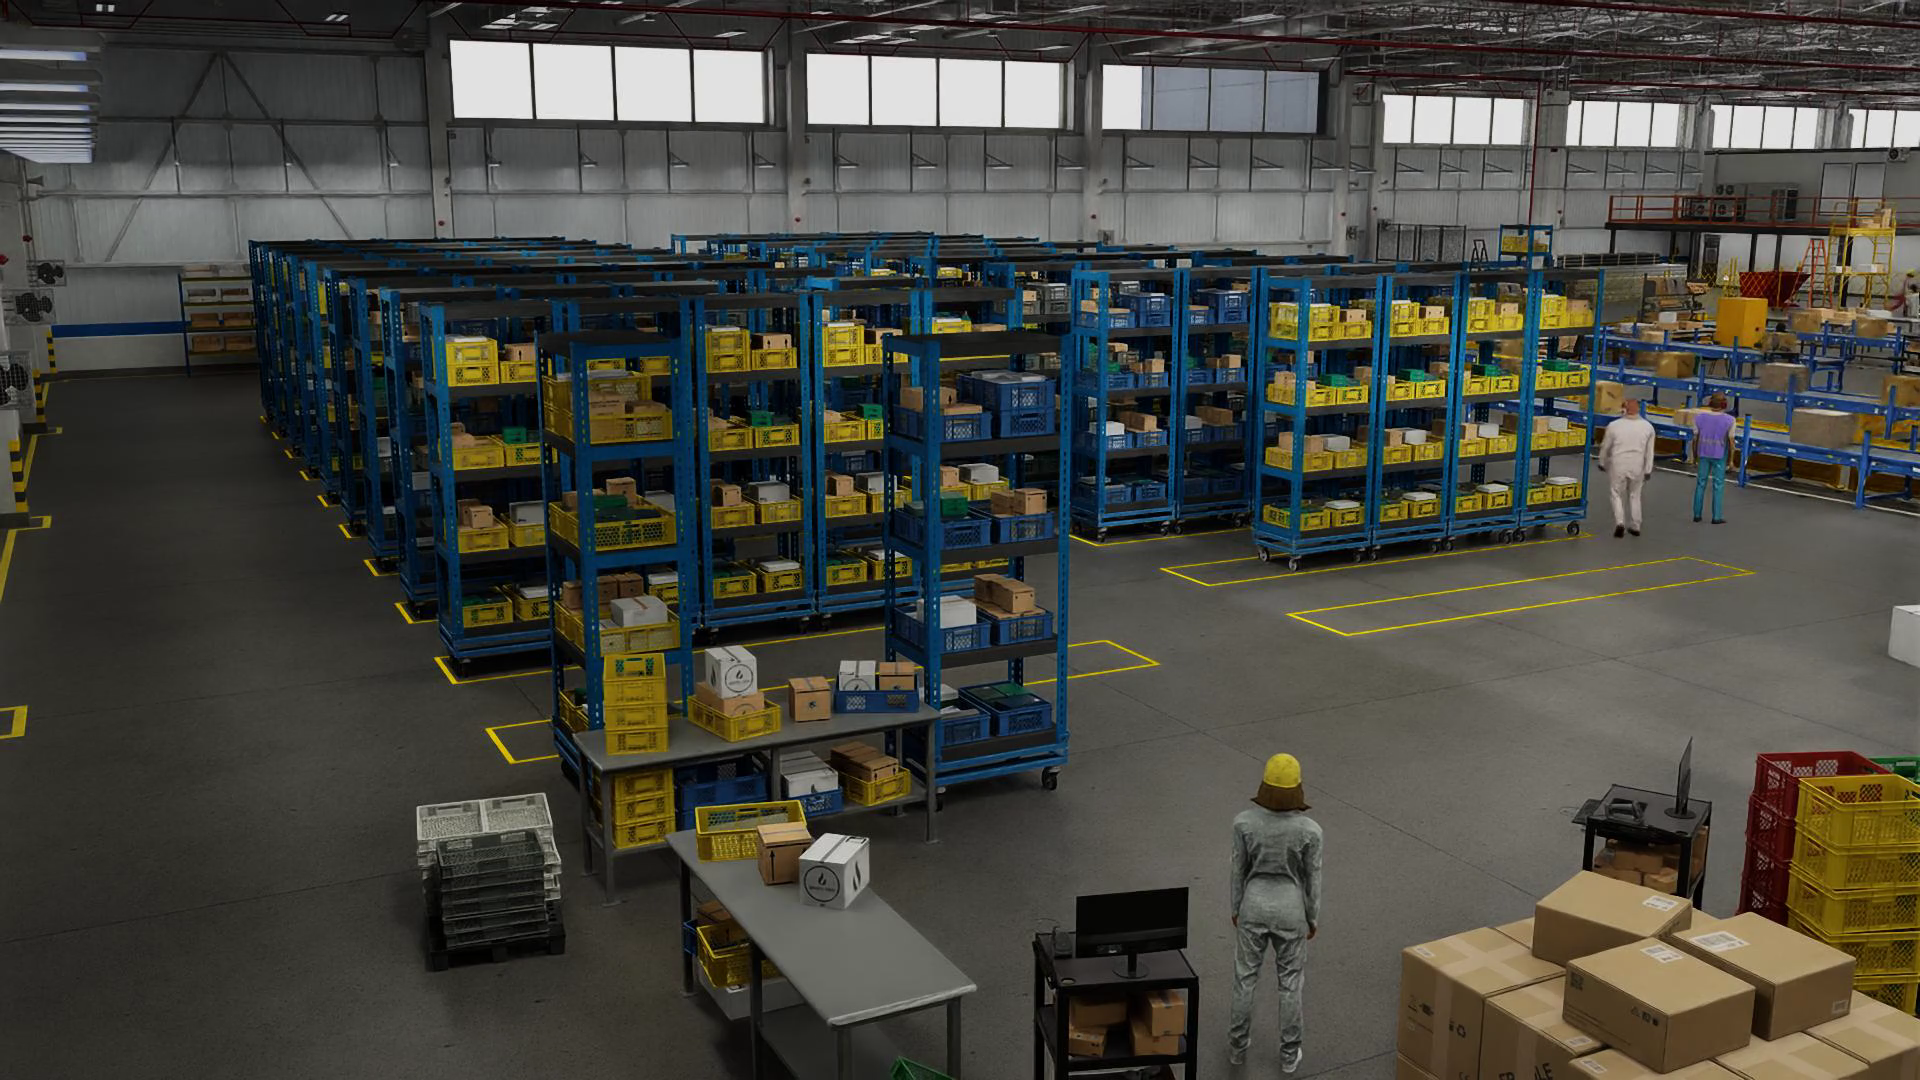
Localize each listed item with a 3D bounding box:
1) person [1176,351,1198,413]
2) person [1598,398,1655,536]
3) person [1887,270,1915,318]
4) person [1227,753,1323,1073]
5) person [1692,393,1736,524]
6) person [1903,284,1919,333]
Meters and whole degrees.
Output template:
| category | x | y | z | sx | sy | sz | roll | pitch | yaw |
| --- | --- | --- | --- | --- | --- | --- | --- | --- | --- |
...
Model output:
| category | x | y | z | sx | sy | sz | roll | pitch | yaw |
| --- | --- | --- | --- | --- | --- | --- | --- | --- | --- |
| person | 4.174 | -2.745 | 30.890 | 0.615 | 1.803 | 0.604 | -4 | 13 | -20 |
| person | 8.976 | -0.973 | 22.413 | 0.658 | 1.880 | 0.588 | 1 | 12 | 3 |
| person | 33.703 | -8.804 | 59.416 | 0.783 | 1.728 | 0.560 | 10 | 15 | 38 |
| person | 1.685 | 1.986 | 8.927 | 0.485 | 1.735 | 0.347 | 4 | 13 | 16 |
| person | 10.538 | -1.141 | 23.287 | 0.571 | 1.843 | 0.380 | 10 | 16 | 40 |
| person | 27.847 | -6.543 | 48.600 | 0.652 | 1.834 | 0.351 | 6 | 13 | 26 |
